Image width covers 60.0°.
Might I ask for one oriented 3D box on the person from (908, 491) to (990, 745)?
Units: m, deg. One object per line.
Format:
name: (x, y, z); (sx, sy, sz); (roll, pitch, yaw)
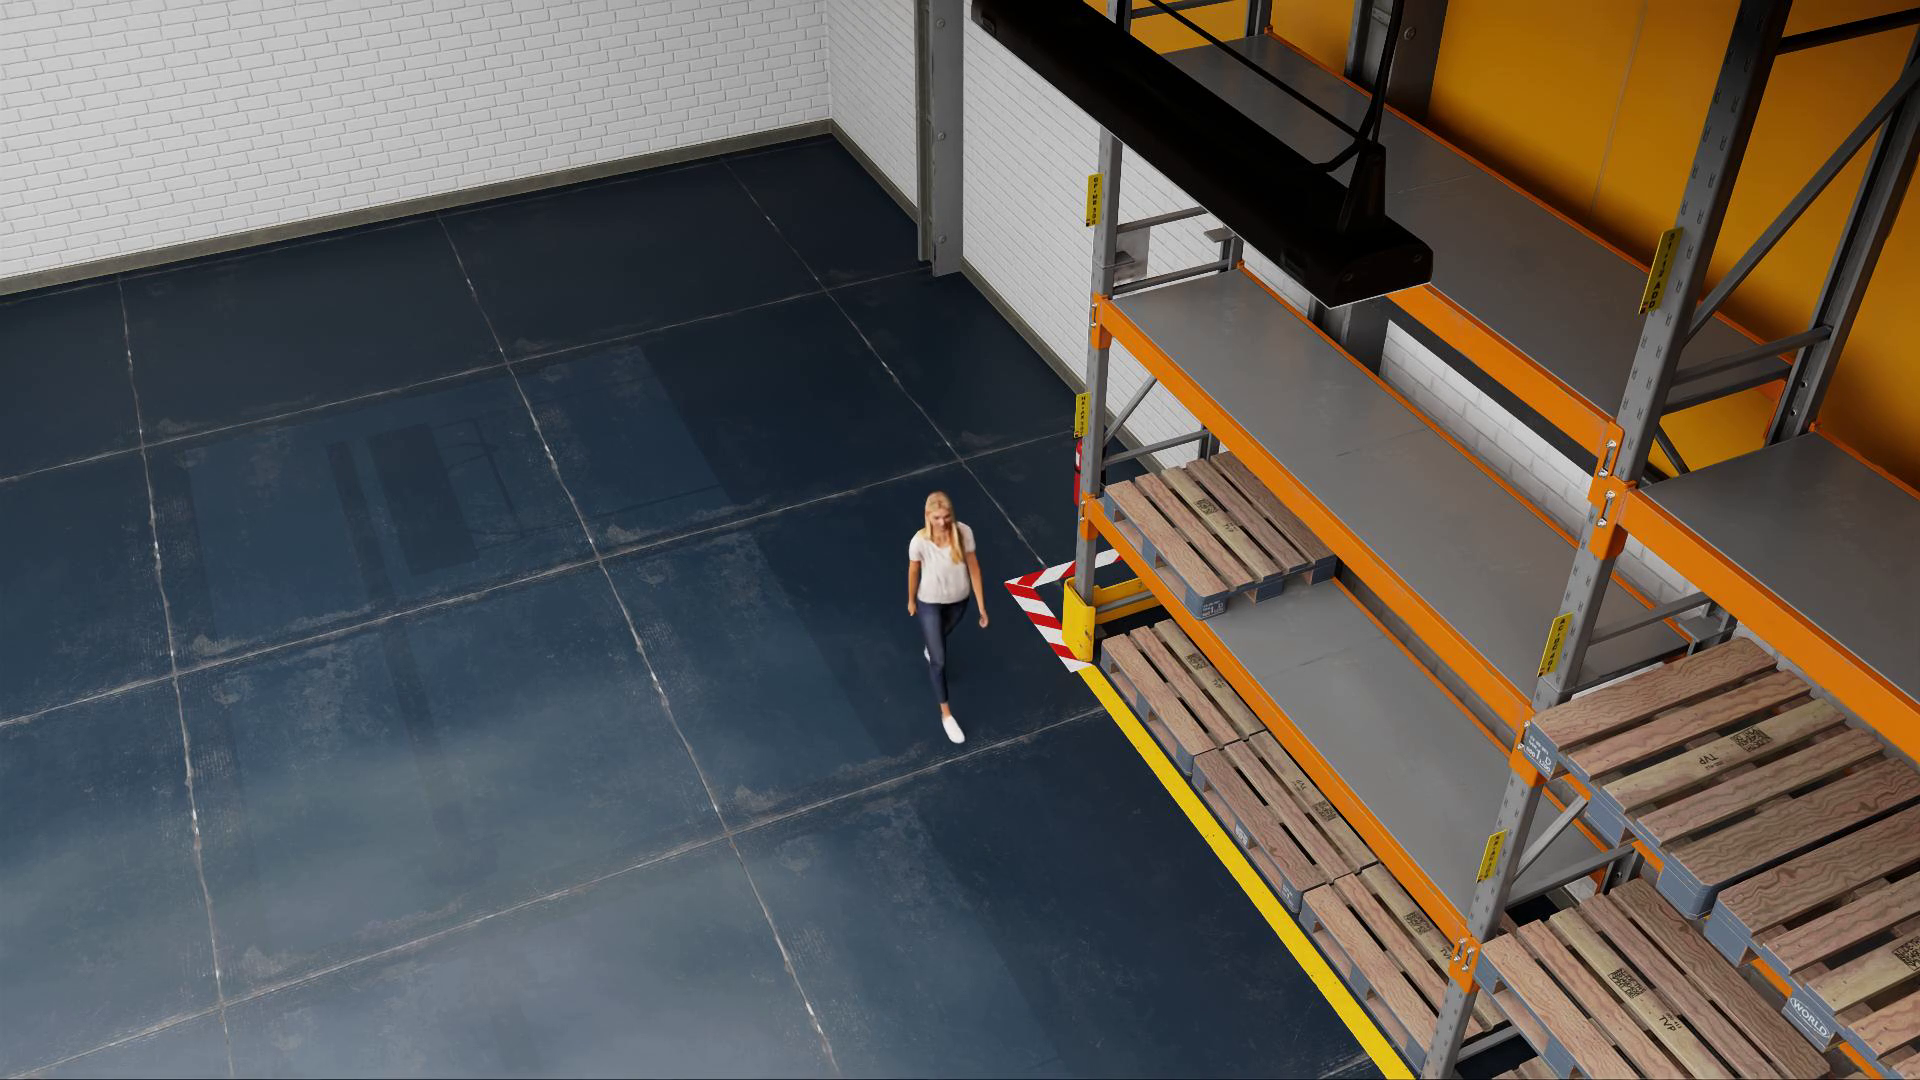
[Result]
person: (-0.138, 0.349, 10.813); (0.603, 1.766, 1.132); (-15, 41, -18)
